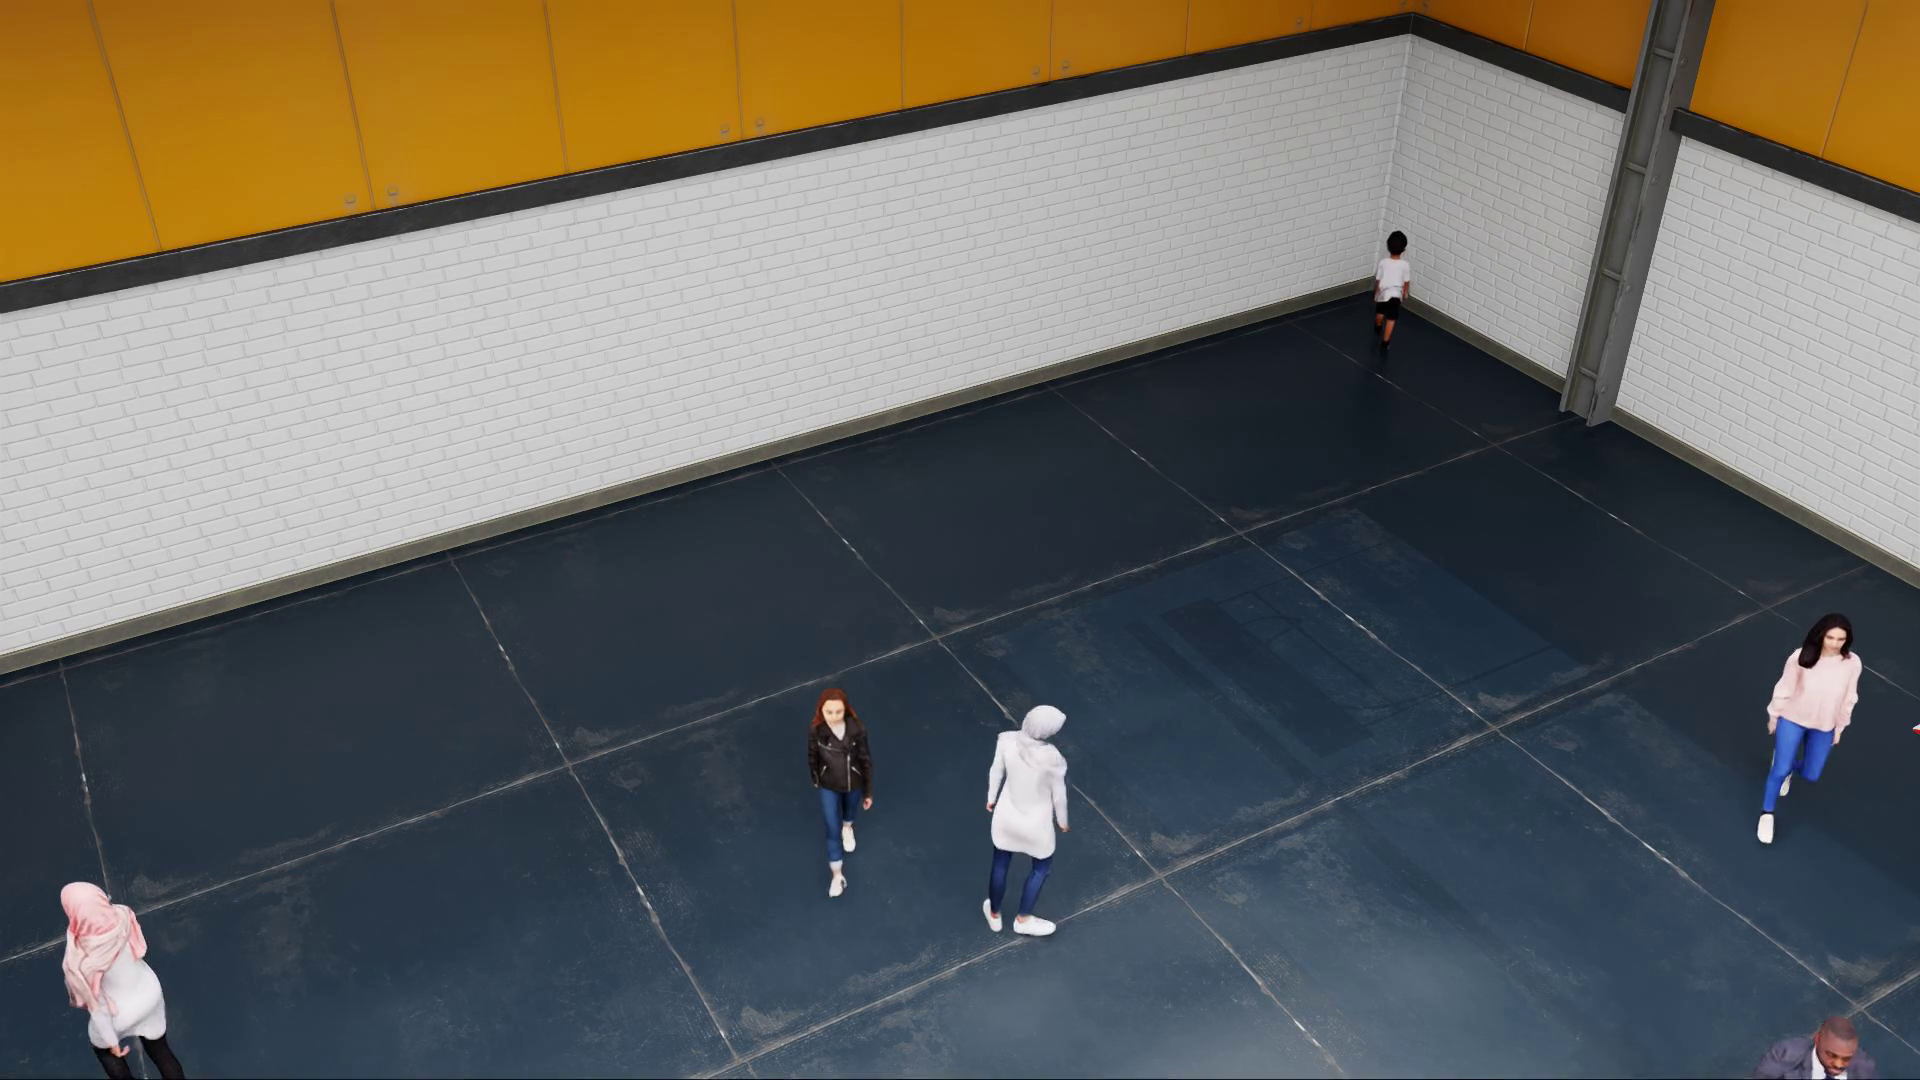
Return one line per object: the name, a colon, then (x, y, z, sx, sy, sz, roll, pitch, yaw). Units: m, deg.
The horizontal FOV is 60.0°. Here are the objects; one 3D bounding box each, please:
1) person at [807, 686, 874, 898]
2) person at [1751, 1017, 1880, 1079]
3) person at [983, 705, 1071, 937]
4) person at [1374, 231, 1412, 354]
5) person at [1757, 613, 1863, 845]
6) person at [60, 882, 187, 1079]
person: (-0.754, 1.499, 10.675, 0.812, 1.436, 1.038, -3, 34, -4)
person: (4.106, 2.897, 8.252, 1.095, 1.789, 1.224, 3, 34, 5)
person: (0.383, 1.708, 10.070, 0.720, 1.756, 0.836, 7, 34, 11)
person: (4.370, -2.486, 16.855, 0.812, 1.231, 0.849, 10, 35, 15)
person: (5.528, 1.162, 10.891, 0.937, 1.757, 0.995, 9, 35, 14)
person: (-4.346, 2.513, 8.834, 0.922, 1.784, 0.845, 14, 36, 20)
